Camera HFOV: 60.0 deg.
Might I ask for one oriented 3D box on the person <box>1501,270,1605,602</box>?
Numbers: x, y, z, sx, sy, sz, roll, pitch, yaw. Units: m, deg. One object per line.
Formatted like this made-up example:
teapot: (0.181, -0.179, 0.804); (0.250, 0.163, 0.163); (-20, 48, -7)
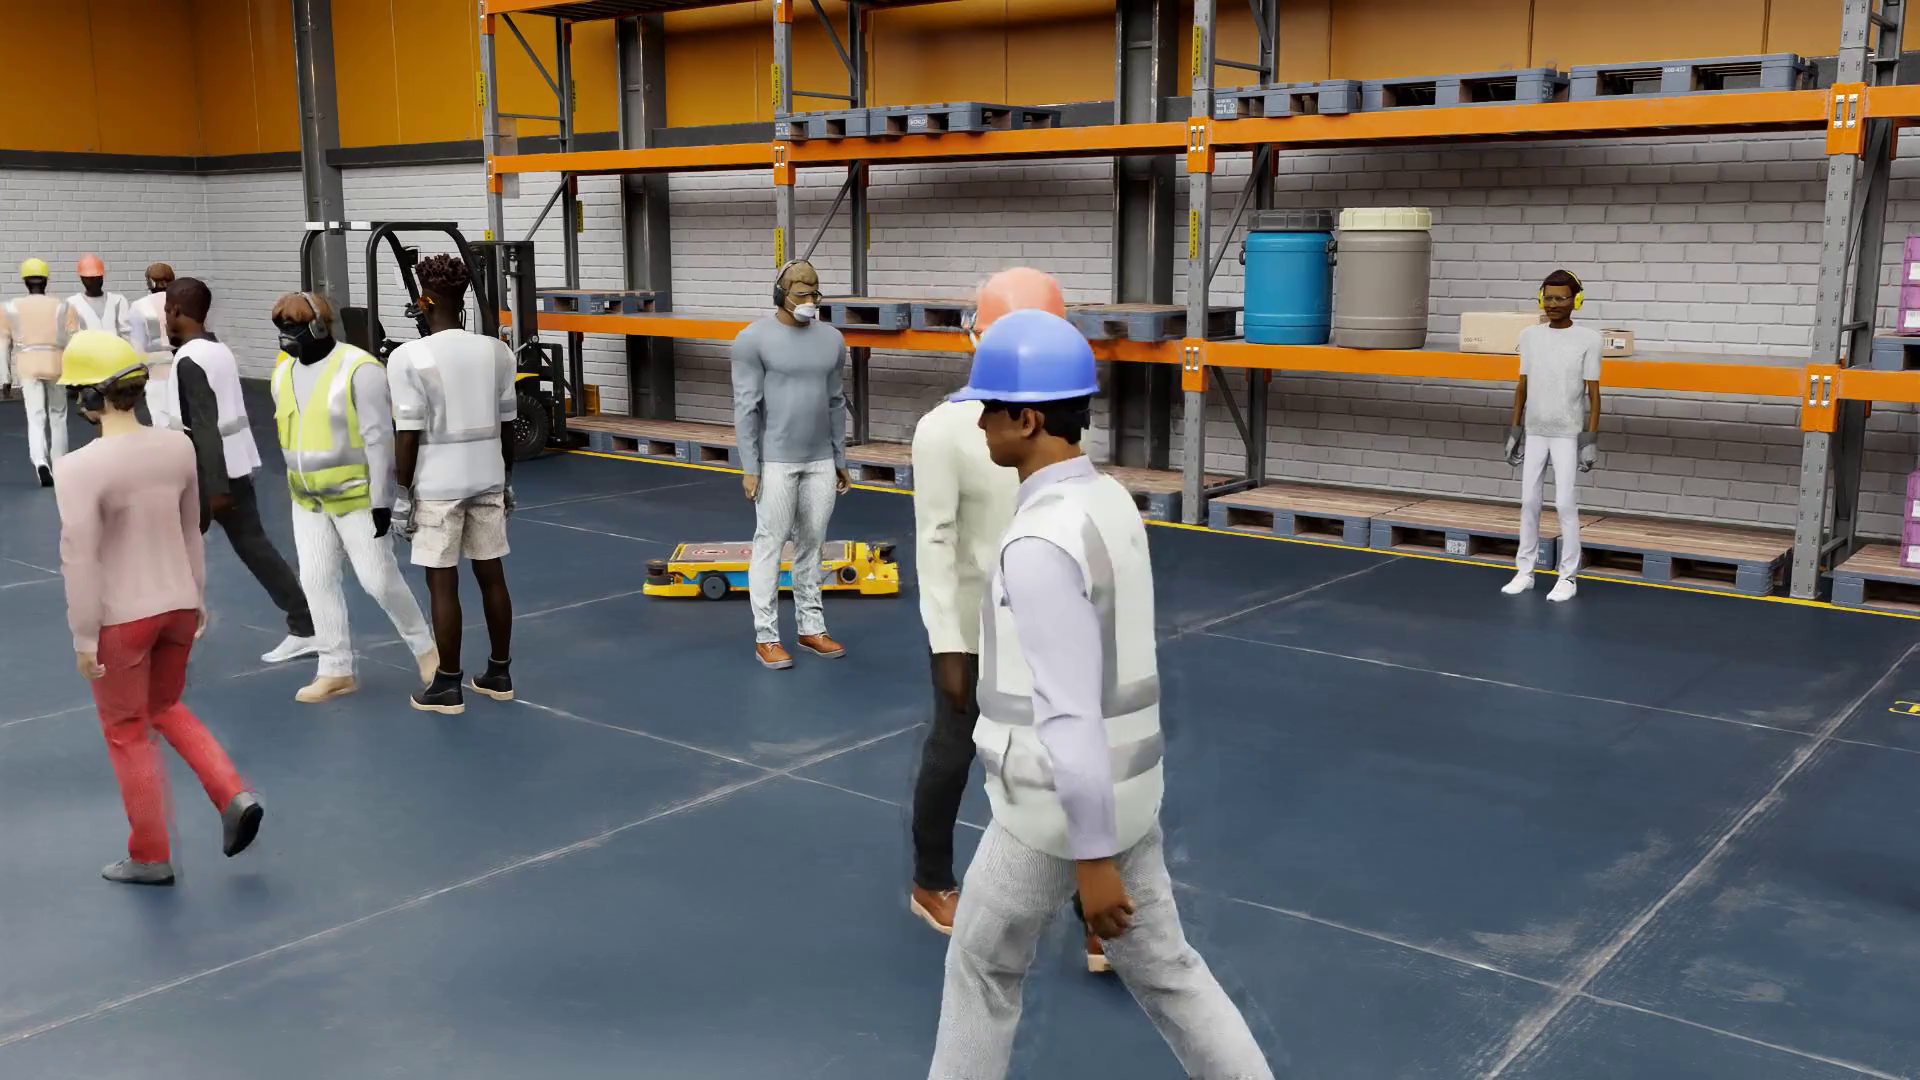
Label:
person: (3.343, -0.585, 9.385); (0.320, 1.860, 0.520); (-9, 14, -42)

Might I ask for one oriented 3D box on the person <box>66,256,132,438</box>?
person: (-7.753, -1.613, 15.026); (0.550, 1.889, 1.012); (-9, 13, -40)

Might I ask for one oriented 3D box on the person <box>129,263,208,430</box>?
person: (-6.483, -1.344, 13.648); (0.429, 1.840, 0.624); (9, 13, 40)

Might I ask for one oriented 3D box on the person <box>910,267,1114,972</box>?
person: (0.171, 0.236, 4.585); (0.665, 1.940, 0.983); (-7, 12, -33)

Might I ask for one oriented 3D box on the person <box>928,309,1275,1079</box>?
person: (0.282, 0.494, 3.324); (1.000, 1.907, 0.614); (4, 11, 22)

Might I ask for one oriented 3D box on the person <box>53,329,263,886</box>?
person: (-2.509, 0.228, 5.144); (0.452, 1.751, 0.546); (4, 11, 20)

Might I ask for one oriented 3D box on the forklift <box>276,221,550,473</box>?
forklift: (-4.922, -1.741, 14.854); (1.214, 2.155, 2.313); (8, 13, 38)

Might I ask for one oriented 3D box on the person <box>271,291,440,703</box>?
person: (-2.688, -0.202, 7.414); (0.645, 1.812, 0.656); (5, 11, 24)

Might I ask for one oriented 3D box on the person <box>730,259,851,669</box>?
person: (-0.787, -0.366, 7.956); (0.628, 1.935, 0.373); (-9, 13, -40)

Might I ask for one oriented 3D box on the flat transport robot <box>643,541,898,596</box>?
flat transport robot: (-1.081, 0.157, 9.663); (1.431, 0.197, 0.652); (-1, 10, -4)

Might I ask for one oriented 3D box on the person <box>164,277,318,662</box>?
person: (-3.566, -0.313, 7.912); (1.041, 1.854, 0.603); (-2, 10, -10)

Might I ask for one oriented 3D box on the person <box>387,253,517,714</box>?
person: (-2.173, -0.238, 7.157); (0.362, 1.965, 0.611); (8, 13, 38)

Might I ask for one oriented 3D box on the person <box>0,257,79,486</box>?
person: (-7.621, -1.394, 13.803); (0.602, 1.889, 0.880); (-5, 12, -27)
